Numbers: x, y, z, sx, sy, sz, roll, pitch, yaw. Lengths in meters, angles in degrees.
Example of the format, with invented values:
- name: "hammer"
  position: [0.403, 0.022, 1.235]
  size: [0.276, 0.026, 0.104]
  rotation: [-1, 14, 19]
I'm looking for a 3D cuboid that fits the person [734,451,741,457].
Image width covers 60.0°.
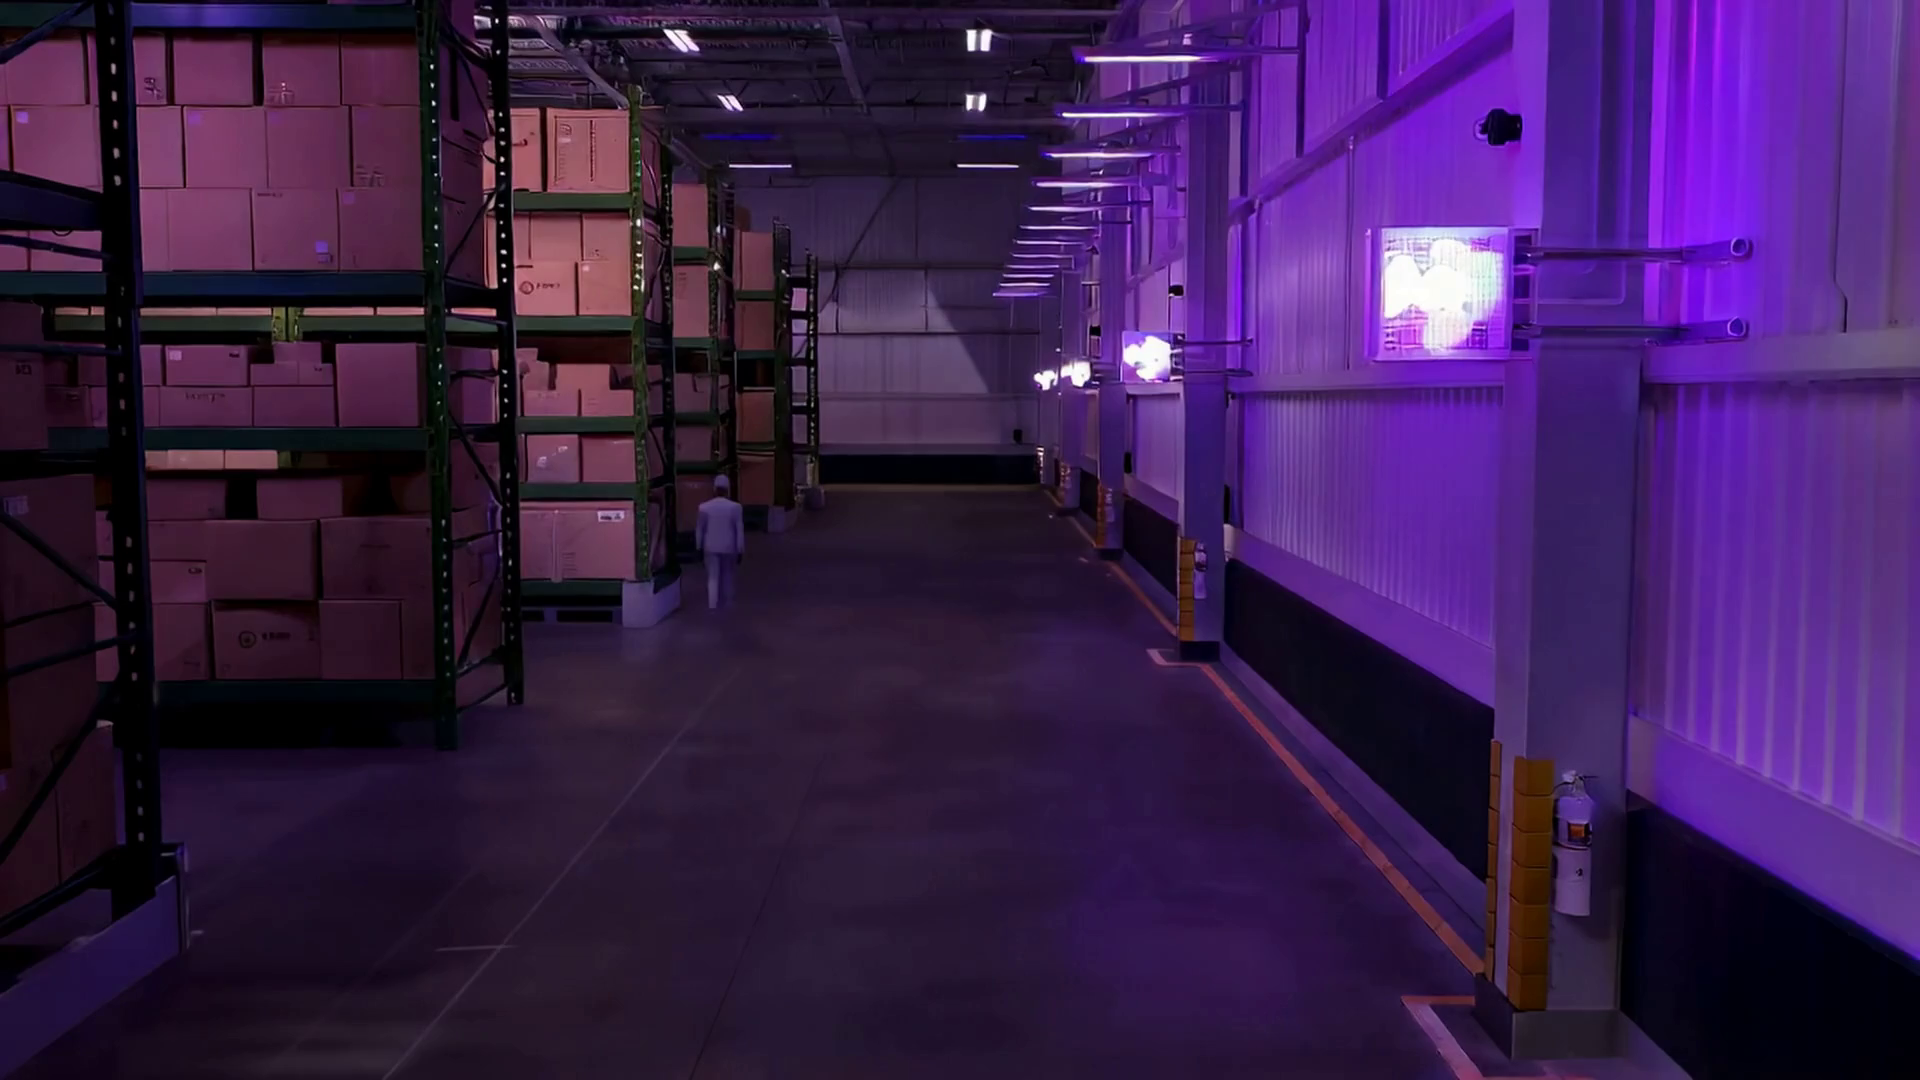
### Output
- name: "person"
  position: [-5.181, -1.465, 38.128]
  size: [0.309, 1.641, 0.511]
  rotation: [1, 5, 14]

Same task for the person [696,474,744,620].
- name: "person"
  position: [-2.842, 0.077, 19.681]
  size: [0.568, 1.721, 0.809]
  rotation: [0, 5, -2]
